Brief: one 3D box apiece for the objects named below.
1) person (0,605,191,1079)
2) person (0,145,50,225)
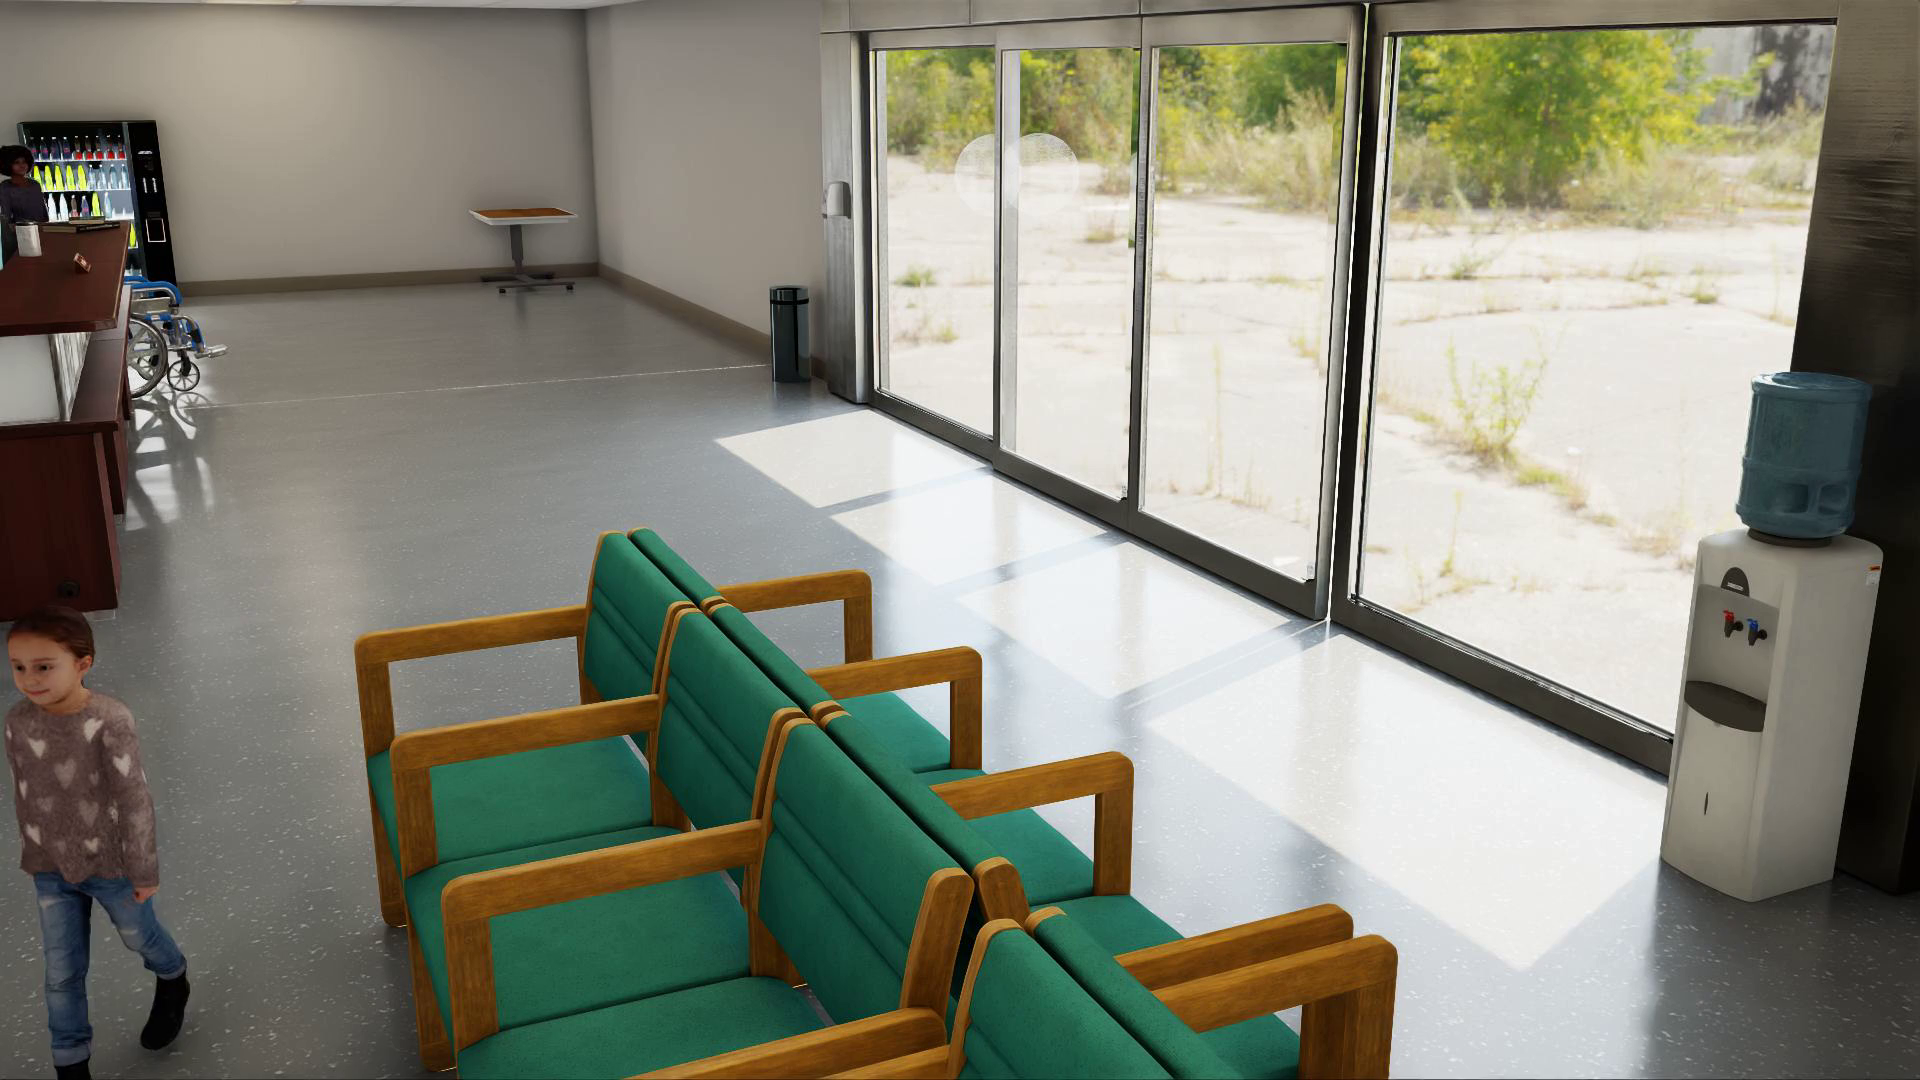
[{"bbox_3d":[-1.982,0.708,3.854,0.825,1.174,0.765,0,16,1],"label":"person"},{"bbox_3d":[-8.166,-2.576,14.529,0.819,1.703,0.750,8,18,26],"label":"person"}]
